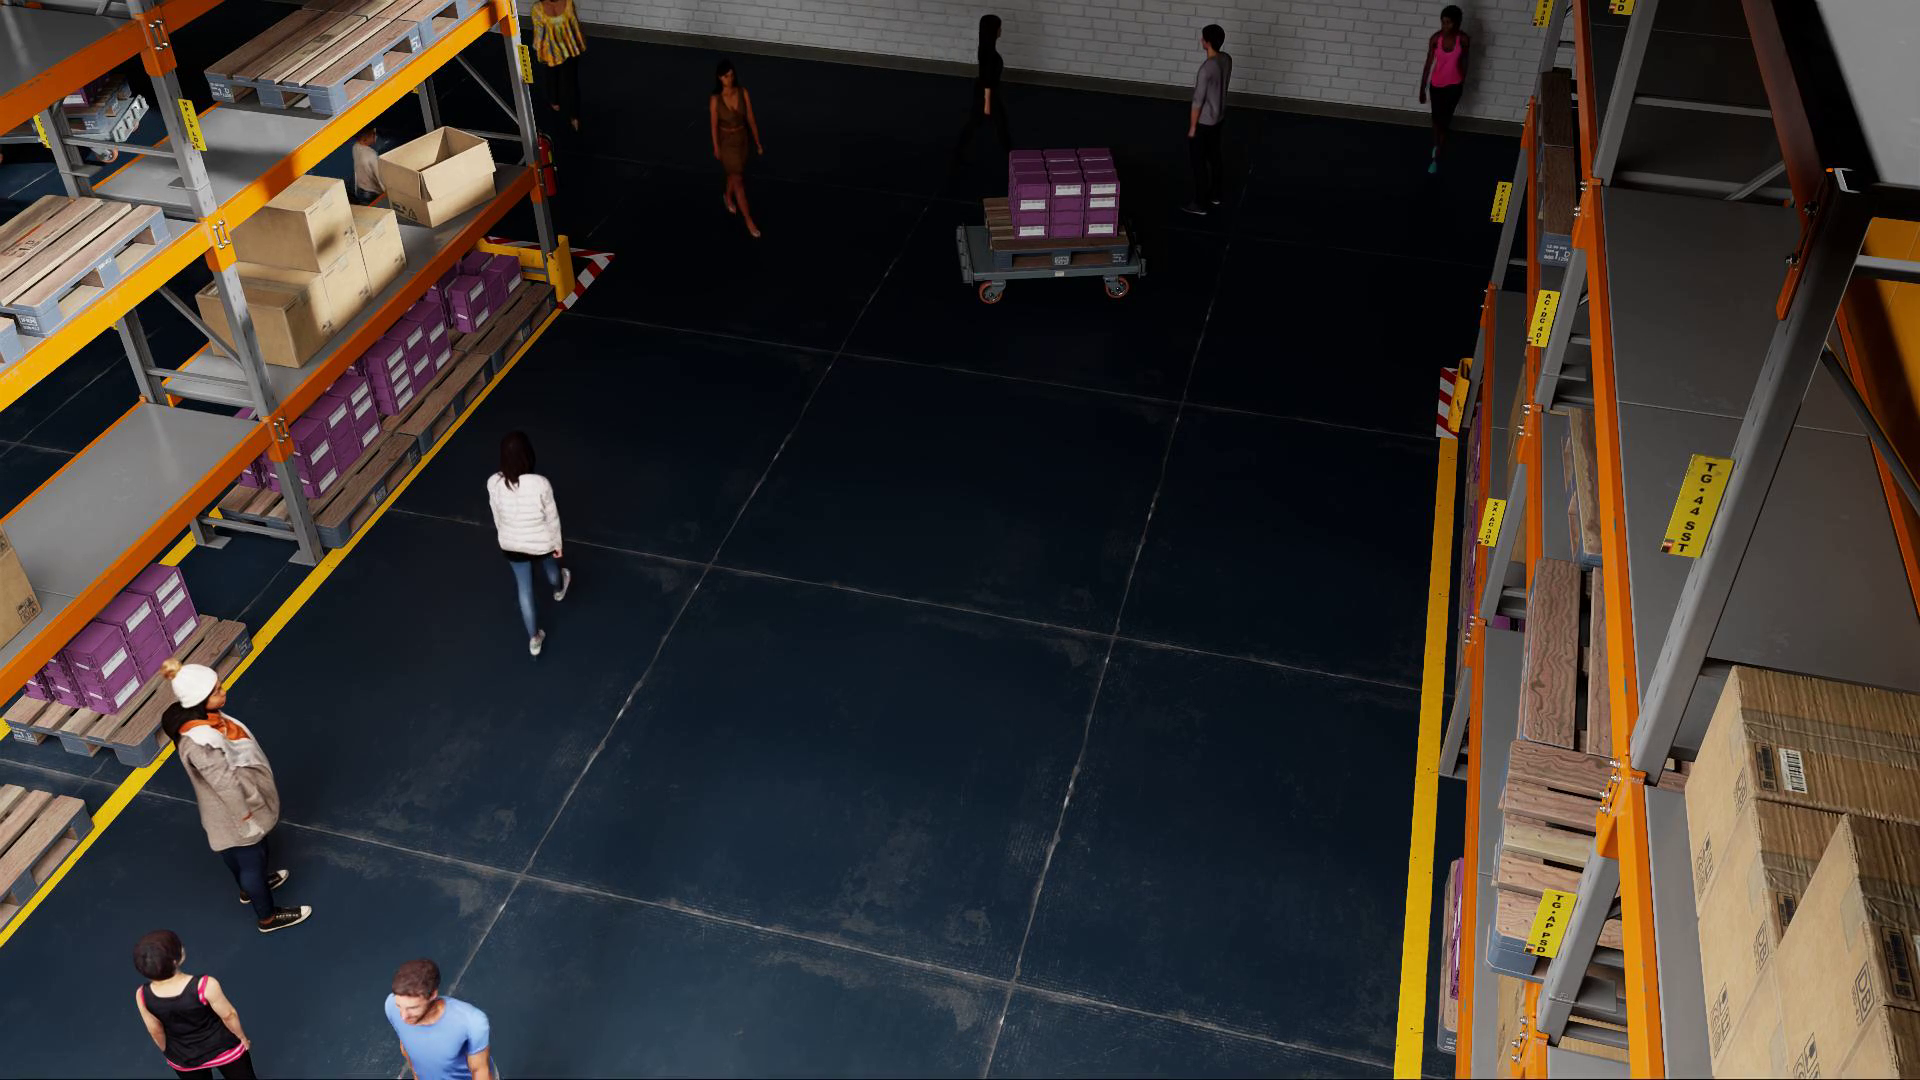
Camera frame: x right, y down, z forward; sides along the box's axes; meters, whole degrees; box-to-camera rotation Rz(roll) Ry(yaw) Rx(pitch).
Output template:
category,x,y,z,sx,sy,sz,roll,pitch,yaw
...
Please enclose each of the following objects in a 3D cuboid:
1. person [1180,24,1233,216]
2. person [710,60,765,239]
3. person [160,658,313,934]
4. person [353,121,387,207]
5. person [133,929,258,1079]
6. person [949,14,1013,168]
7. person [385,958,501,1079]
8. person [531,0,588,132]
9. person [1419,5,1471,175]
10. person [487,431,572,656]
category,x,y,z,sx,sy,sz,roll,pitch,yaw
person,2.392,-4.043,15.963,0.779,1.839,0.620,26,45,29
person,-2.168,-3.749,15.757,1.049,1.637,1.028,-25,45,-28
person,-4.033,1.391,9.109,0.869,1.901,0.825,-25,45,-28
person,-5.380,-3.097,15.097,0.866,1.441,1.035,27,46,30
person,-3.681,2.441,8.074,0.616,1.550,0.629,-8,39,-9
person,0.187,-4.439,16.648,0.977,1.602,1.081,-7,39,-9
person,-2.317,2.478,7.793,0.675,1.844,0.916,6,39,7
person,-4.179,-5.088,17.446,1.029,1.620,1.129,-13,41,-16
person,4.924,-4.590,16.780,0.652,1.673,0.946,10,40,13
person,-2.878,0.047,11.036,0.820,1.595,1.120,0,39,0
